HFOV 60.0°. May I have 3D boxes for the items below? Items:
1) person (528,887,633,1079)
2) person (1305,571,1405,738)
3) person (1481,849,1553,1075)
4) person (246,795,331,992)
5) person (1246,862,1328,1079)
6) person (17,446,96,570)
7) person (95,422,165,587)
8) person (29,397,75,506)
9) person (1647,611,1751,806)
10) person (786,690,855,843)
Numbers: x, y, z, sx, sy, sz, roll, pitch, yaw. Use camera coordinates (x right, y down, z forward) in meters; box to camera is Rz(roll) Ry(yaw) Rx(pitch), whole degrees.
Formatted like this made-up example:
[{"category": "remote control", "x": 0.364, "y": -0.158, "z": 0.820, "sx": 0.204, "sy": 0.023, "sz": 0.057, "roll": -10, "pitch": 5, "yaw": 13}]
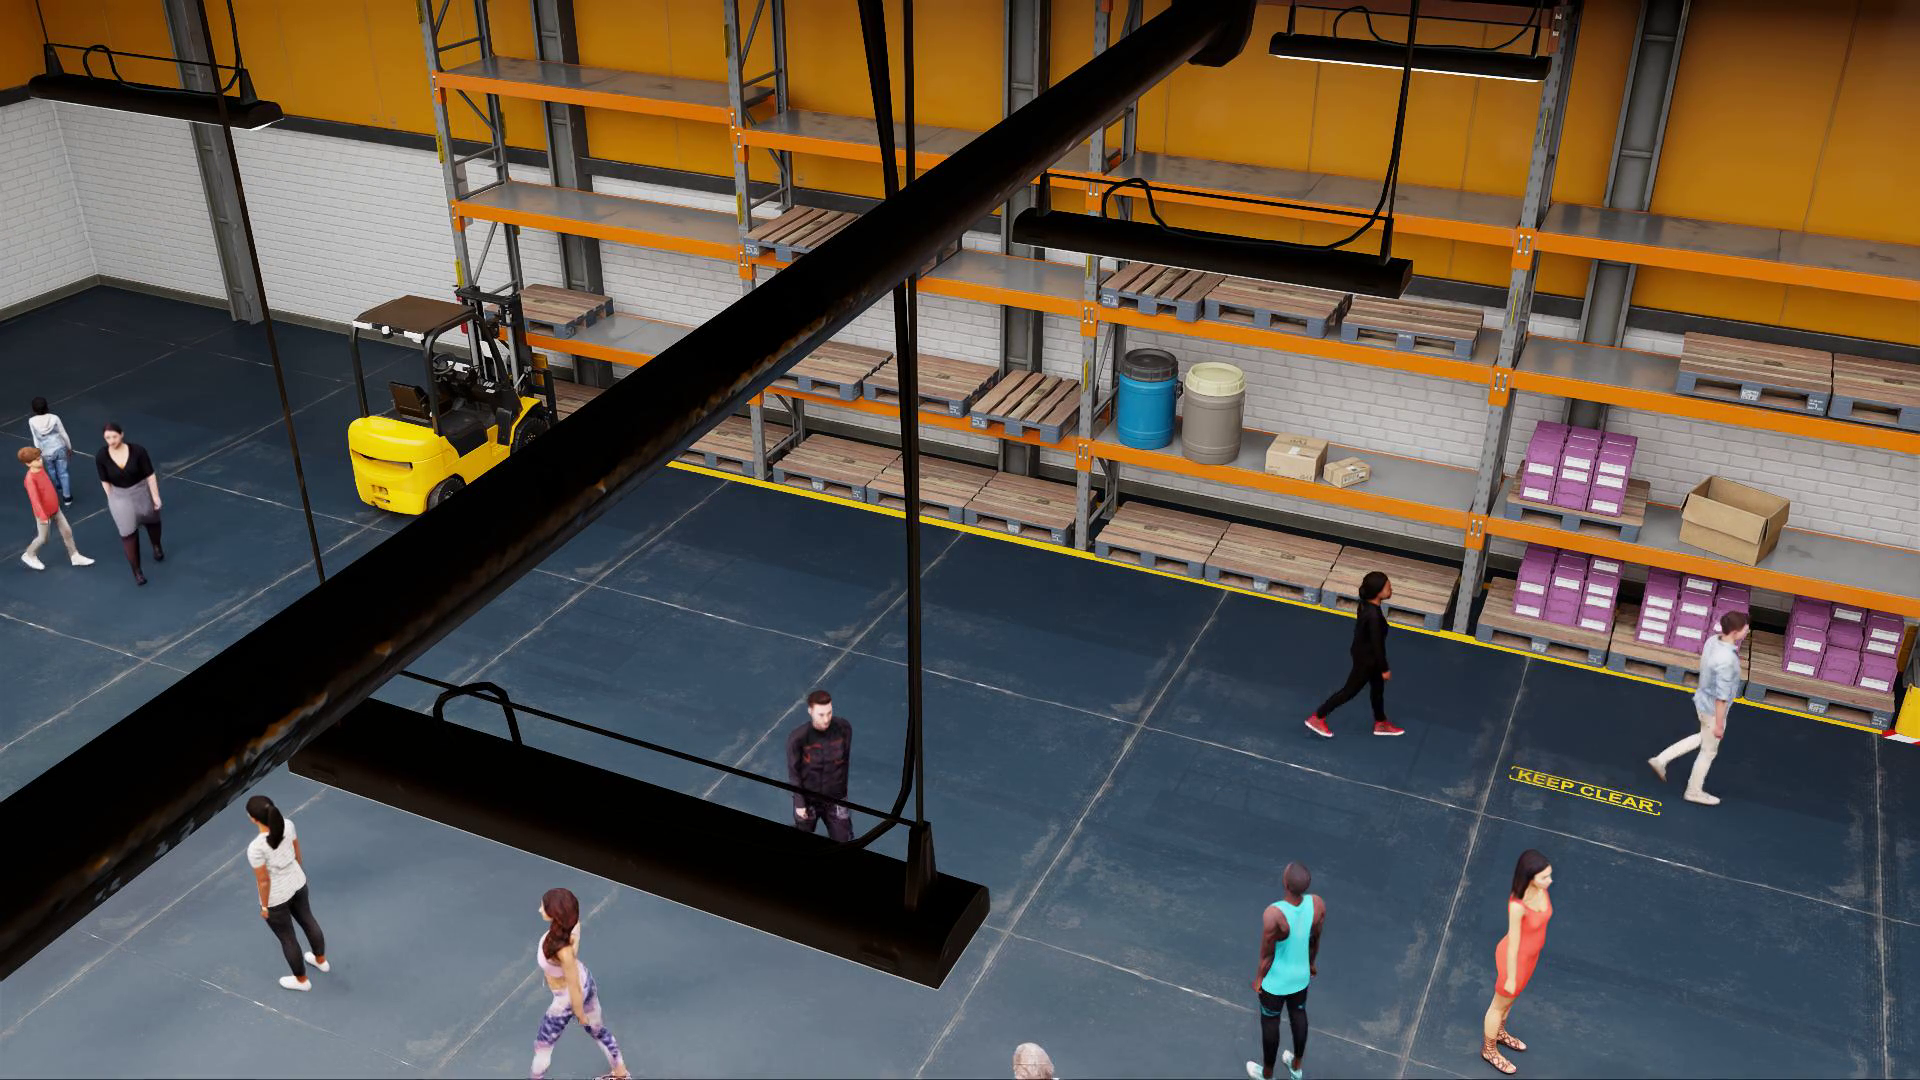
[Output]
[{"category": "person", "x": -2.435, "y": 2.964, "z": 10.819, "sx": 1.175, "sy": 1.727, "sz": 0.939, "roll": -1, "pitch": 29, "yaw": -2}, {"category": "person", "x": 3.437, "y": 1.039, "z": 14.438, "sx": 1.176, "sy": 1.639, "sz": 0.832, "roll": 4, "pitch": 29, "yaw": 7}, {"category": "person", "x": 3.732, "y": 2.791, "z": 11.143, "sx": 0.578, "sy": 1.719, "sz": 0.619, "roll": 19, "pitch": 34, "yaw": 30}, {"category": "person", "x": -4.792, "y": 2.484, "z": 11.787, "sx": 0.518, "sy": 1.643, "sz": 0.573, "roll": 11, "pitch": 30, "yaw": 19}, {"category": "person", "x": 2.143, "y": 2.857, "z": 10.928, "sx": 0.680, "sy": 1.810, "sz": 0.743, "roll": -10, "pitch": 30, "yaw": -17}, {"category": "person", "x": -9.518, "y": -0.316, "z": 17.175, "sx": 0.995, "sy": 1.398, "sz": 0.794, "roll": 0, "pitch": 29, "yaw": 0}, {"category": "person", "x": -8.468, "y": -0.444, "z": 17.085, "sx": 1.101, "sy": 1.708, "sz": 1.200, "roll": -12, "pitch": 31, "yaw": -22}, {"category": "person", "x": -10.125, "y": -0.973, "z": 18.559, "sx": 0.837, "sy": 1.225, "sz": 0.916, "roll": -11, "pitch": 31, "yaw": -20}, {"category": "person", "x": 6.062, "y": 1.365, "z": 13.636, "sx": 0.909, "sy": 1.836, "sz": 0.757, "roll": 7, "pitch": 29, "yaw": 12}, {"category": "person", "x": -1.097, "y": 1.904, "z": 12.607, "sx": 1.180, "sy": 1.875, "sz": 1.259, "roll": -11, "pitch": 30, "yaw": -19}]
